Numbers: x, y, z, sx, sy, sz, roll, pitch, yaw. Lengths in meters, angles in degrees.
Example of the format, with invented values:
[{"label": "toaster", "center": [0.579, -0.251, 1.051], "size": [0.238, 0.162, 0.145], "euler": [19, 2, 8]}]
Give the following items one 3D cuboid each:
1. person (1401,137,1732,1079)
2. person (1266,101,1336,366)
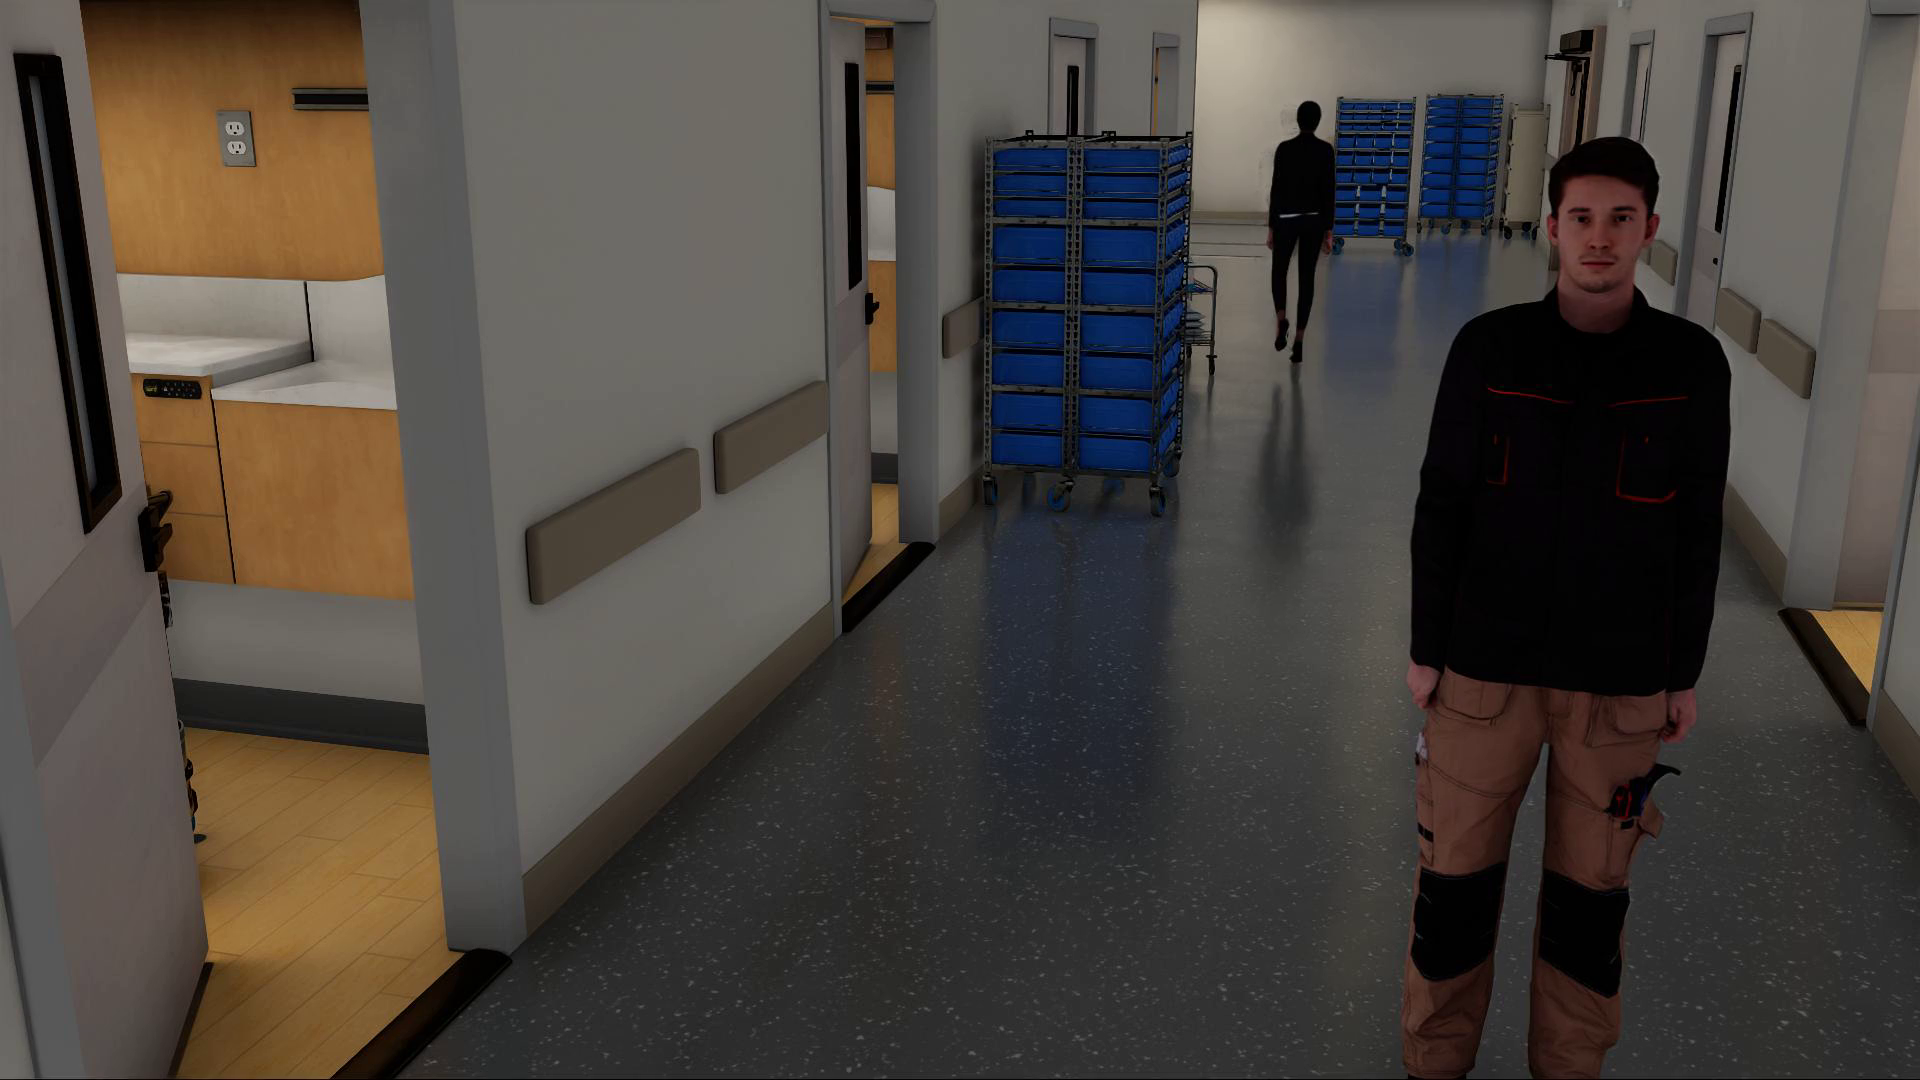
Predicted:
[{"label": "person", "center": [1.088, 0.243, 3.054], "size": [0.682, 1.925, 0.581], "euler": [4, 16, 14]}, {"label": "person", "center": [2.376, -2.131, 11.660], "size": [0.633, 1.825, 0.738], "euler": [3, 16, 11]}]
